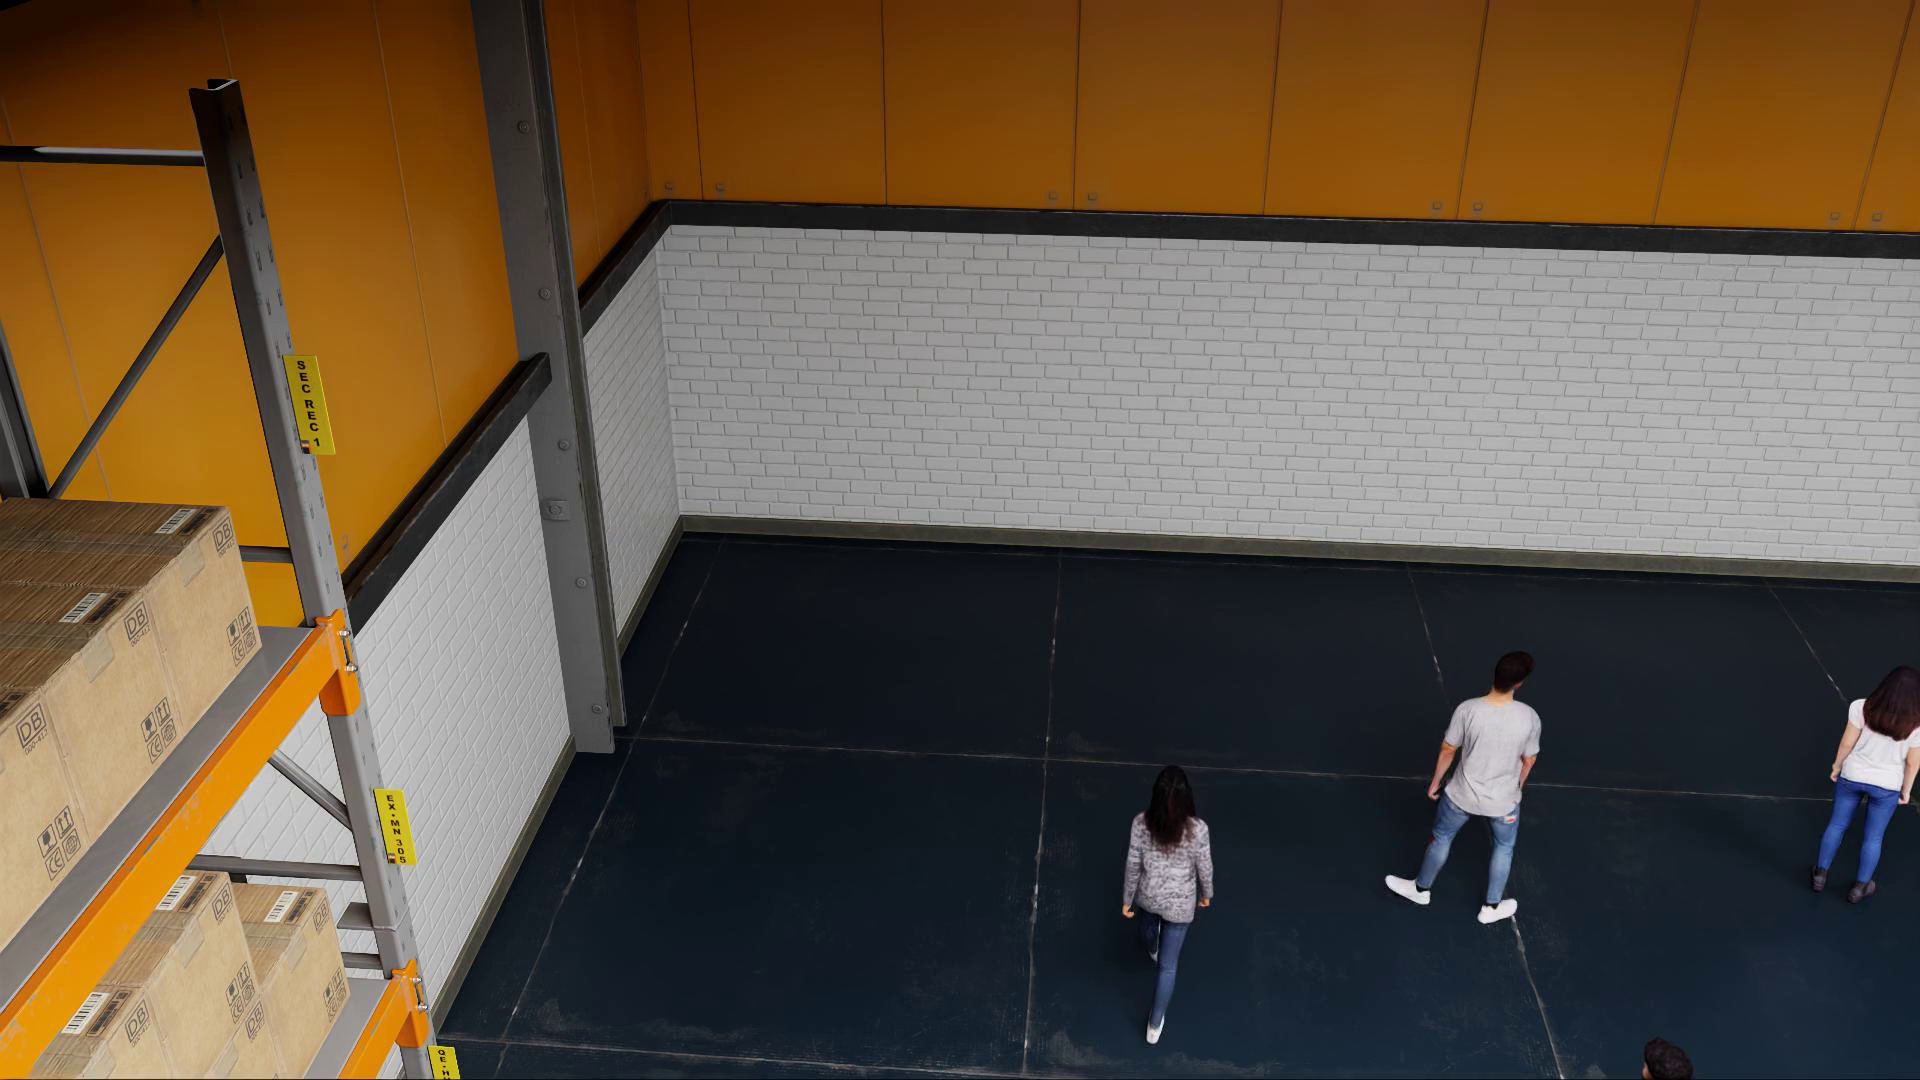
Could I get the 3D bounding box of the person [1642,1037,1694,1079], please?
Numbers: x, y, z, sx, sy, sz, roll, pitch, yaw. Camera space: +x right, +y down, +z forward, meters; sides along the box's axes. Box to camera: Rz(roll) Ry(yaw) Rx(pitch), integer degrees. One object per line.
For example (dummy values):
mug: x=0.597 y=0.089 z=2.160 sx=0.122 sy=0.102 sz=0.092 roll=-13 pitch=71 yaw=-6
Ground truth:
person: x=3.338 y=2.952 z=8.088 sx=0.566 sy=1.245 sz=0.619 roll=-20 pitch=34 yaw=-32

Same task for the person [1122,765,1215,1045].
person: x=1.126 y=2.060 z=9.255 sx=0.788 sy=1.694 sz=1.149 roll=8 pitch=30 yaw=14

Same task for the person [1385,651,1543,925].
person: x=3.122 y=1.504 z=10.091 sx=1.012 sy=1.869 sz=0.702 roll=2 pitch=29 yaw=4

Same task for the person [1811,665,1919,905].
person: x=5.618 y=1.509 z=10.276 sx=0.685 sy=1.684 sz=0.698 roll=20 pitch=34 yaw=32
